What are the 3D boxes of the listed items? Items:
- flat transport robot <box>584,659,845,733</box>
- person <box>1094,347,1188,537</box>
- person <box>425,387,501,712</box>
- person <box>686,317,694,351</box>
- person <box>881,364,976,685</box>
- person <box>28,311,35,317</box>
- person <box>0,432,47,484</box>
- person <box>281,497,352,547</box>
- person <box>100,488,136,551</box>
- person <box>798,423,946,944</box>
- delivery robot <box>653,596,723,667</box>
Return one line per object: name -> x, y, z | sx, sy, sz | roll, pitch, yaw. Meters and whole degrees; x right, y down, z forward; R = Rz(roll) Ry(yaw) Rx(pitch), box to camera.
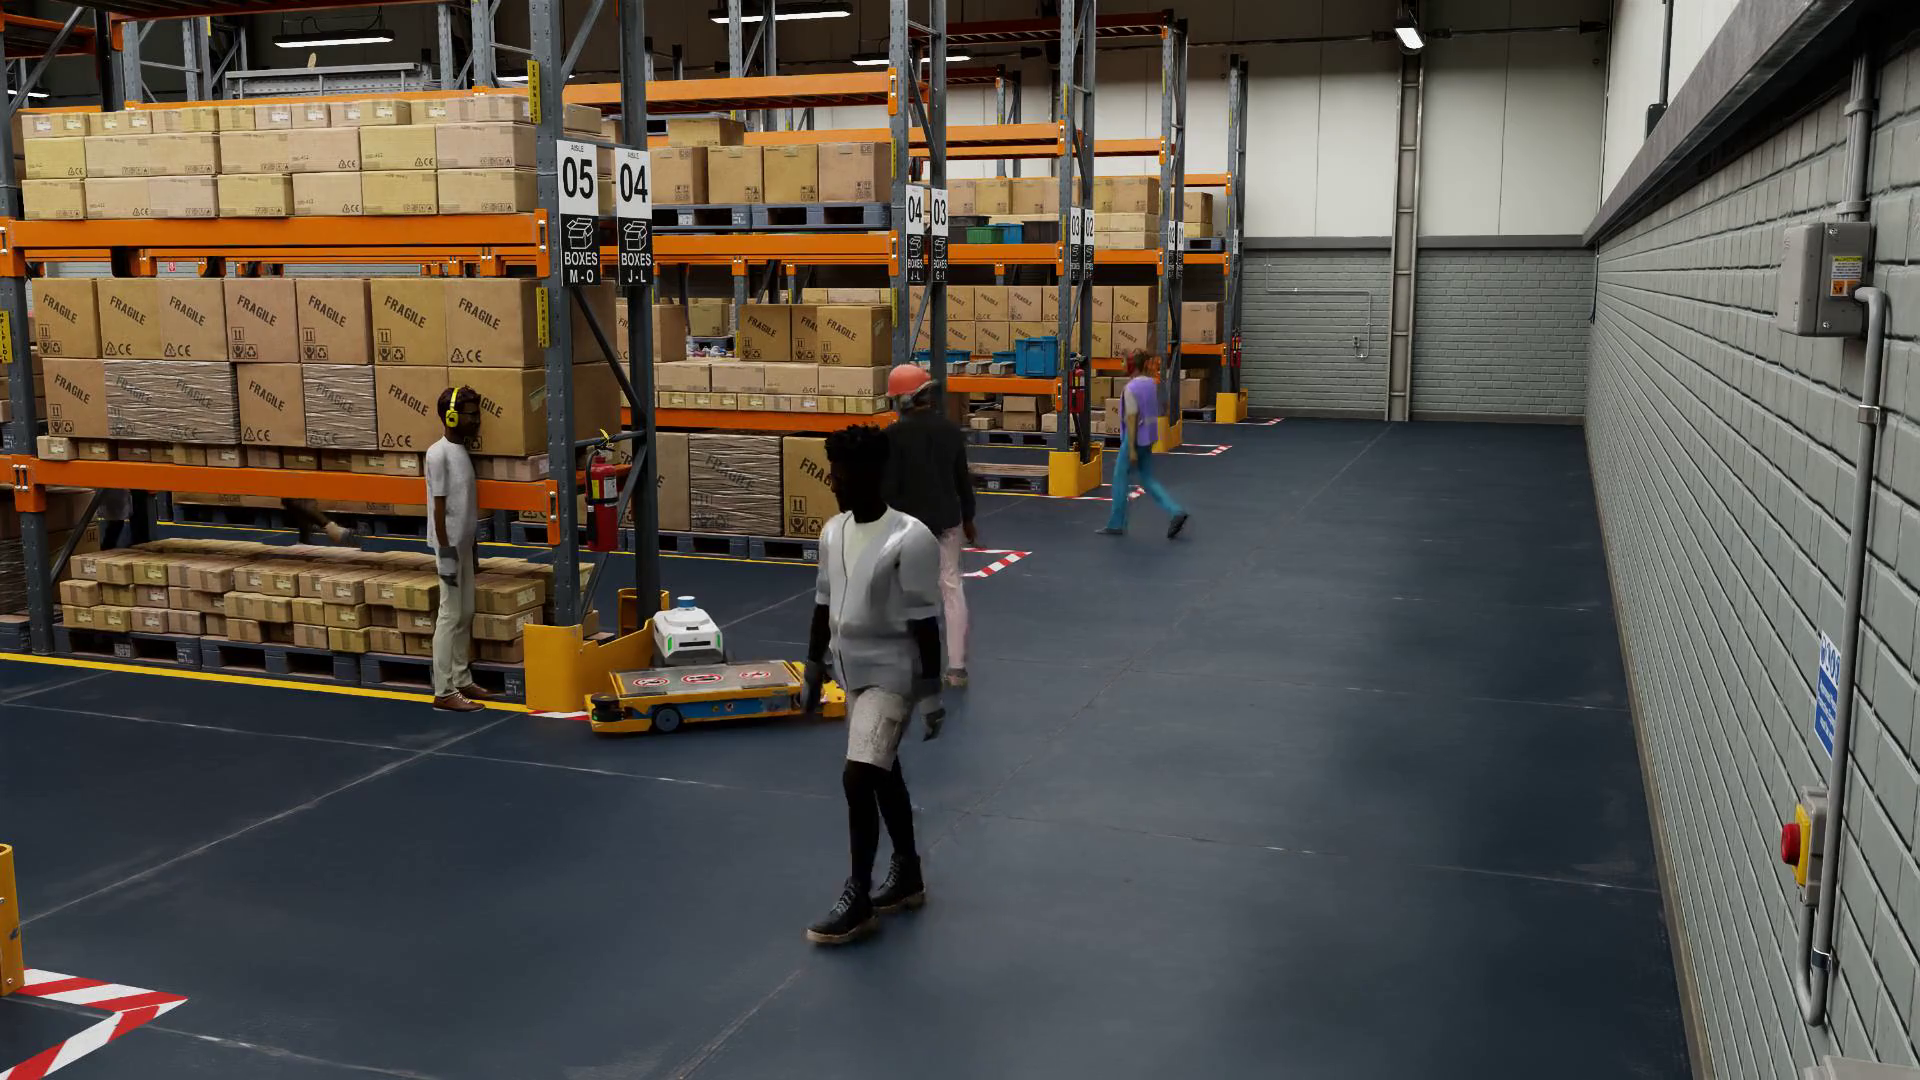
flat transport robot -> -1.374, 0.868, 9.408 | 1.431, 0.197, 0.652 | -3, 9, -16
person -> 1.720, -0.917, 15.751 | 0.848, 1.822, 0.576 | 6, 11, 31
person -> -2.878, 0.055, 9.554 | 0.332, 1.860, 0.511 | 0, 9, 3
person -> -3.971, -2.245, 23.691 | 0.464, 1.927, 0.629 | 6, 11, 34
person -> -0.230, -0.111, 10.292 | 0.767, 1.934, 0.946 | -6, 11, -33
person -> -14.631, -2.682, 26.441 | 0.567, 1.914, 0.568 | 5, 10, 27
person -> -8.199, -0.793, 14.412 | 0.394, 1.992, 0.622 | 7, 11, 36
person -> -5.542, -0.757, 14.107 | 0.732, 2.028, 0.625 | 3, 9, 16
person -> -6.617, -0.437, 13.203 | 0.566, 1.680, 0.554 | -4, 10, -22
person -> -0.413, 0.532, 6.294 | 0.793, 1.934, 0.645 | -7, 12, -39
delivery robot -> -1.644, 0.582, 10.019 | 0.477, 0.478, 0.707 | -3, 10, -16
